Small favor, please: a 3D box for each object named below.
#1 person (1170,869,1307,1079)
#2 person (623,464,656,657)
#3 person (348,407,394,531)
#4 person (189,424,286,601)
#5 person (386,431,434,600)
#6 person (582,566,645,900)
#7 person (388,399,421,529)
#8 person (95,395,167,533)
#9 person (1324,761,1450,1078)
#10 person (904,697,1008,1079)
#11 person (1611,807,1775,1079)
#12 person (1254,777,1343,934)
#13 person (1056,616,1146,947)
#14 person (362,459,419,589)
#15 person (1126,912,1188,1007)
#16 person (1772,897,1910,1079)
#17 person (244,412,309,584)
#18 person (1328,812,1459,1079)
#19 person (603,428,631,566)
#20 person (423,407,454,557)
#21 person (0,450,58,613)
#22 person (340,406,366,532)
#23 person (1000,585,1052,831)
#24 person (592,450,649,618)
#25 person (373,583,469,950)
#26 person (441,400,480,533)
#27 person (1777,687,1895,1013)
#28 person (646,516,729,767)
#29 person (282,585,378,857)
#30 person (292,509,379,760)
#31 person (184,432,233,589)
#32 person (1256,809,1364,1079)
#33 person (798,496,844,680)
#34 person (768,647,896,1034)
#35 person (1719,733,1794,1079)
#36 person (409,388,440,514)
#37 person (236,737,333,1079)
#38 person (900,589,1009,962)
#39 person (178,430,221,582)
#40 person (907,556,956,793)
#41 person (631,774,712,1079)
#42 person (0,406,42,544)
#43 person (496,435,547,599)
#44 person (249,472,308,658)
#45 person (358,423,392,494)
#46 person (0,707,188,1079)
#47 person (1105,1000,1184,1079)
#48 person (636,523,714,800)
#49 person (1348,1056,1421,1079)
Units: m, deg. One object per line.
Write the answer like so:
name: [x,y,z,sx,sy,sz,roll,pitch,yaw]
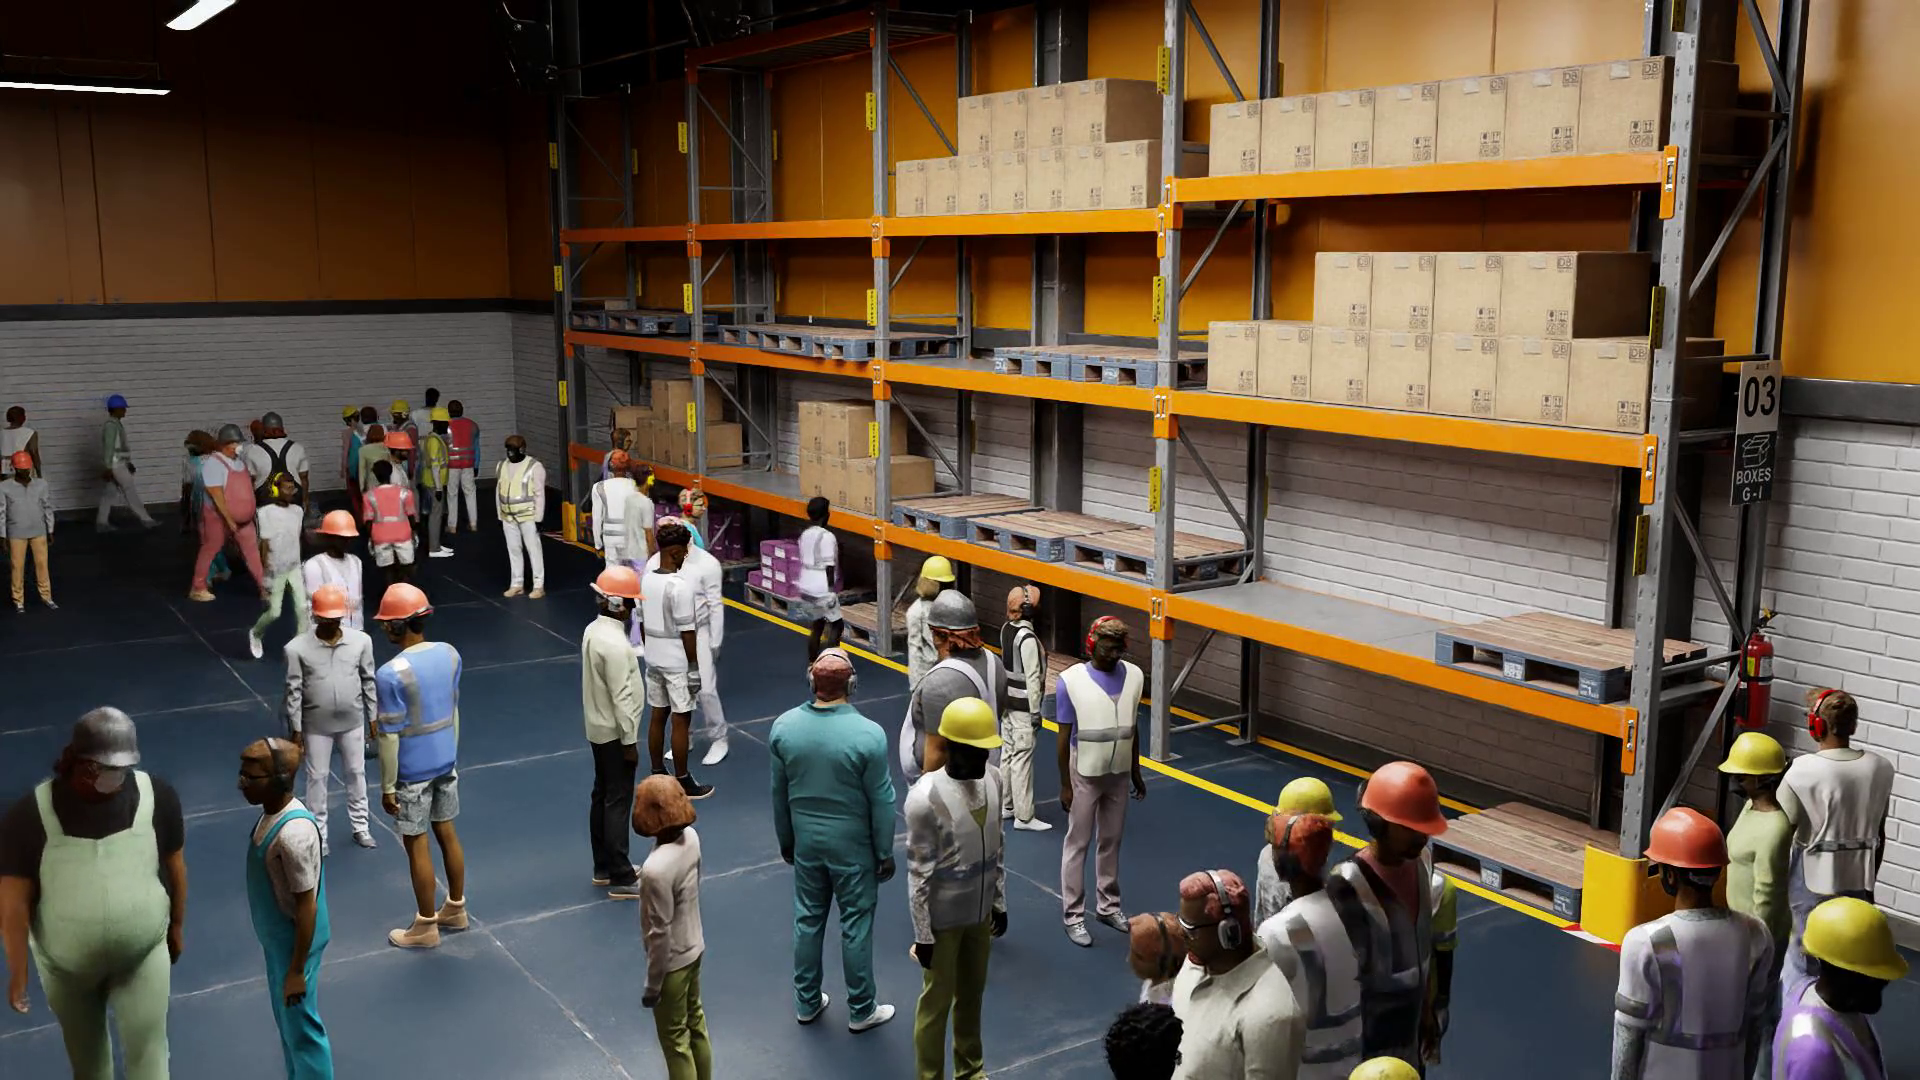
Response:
person: [0.827,1.966,5.318,0.401,1.894,0.656,-3,10,-16]
person: [-3.068,0.186,15.981,0.565,1.826,0.542,-7,12,-35]
person: [-7.971,-0.914,22.549,0.998,1.775,0.645,8,13,40]
person: [-8.067,-0.324,18.320,1.052,2.000,0.687,2,10,13]
person: [-5.989,-0.226,18.117,0.614,1.923,0.566,-3,10,-15]
person: [-2.039,1.137,9.902,0.390,1.986,0.609,-5,11,-28]
person: [-7.763,-1.057,23.255,0.403,1.826,0.592,-7,12,-37]
person: [-11.519,-1.045,22.943,0.970,1.898,0.656,-4,10,-22]
person: [1.553,1.774,6.044,0.613,2.033,0.410,-9,13,-43]
person: [0.011,1.616,7.296,0.397,1.920,0.587,8,13,40]
person: [2.487,1.872,5.767,0.543,1.929,0.385,-2,10,-9]
person: [1.350,1.802,6.722,0.319,1.740,0.488,-2,10,-12]
person: [0.777,1.317,9.282,0.563,1.837,0.389,-6,11,-32]
person: [-5.996,-0.012,17.535,0.554,1.674,0.453,-3,10,-20]
person: [0.612,2.038,5.727,0.835,1.600,0.526,1,10,7]
person: [2.653,1.995,5.190,0.881,1.896,0.594,6,12,33]
person: [-7.897,-0.482,19.250,0.684,2.000,0.537,-6,11,-31]
person: [1.713,1.835,6.686,0.537,1.691,0.318,3,10,18]
person: [-3.952,-0.387,19.306,0.352,1.835,0.518,-6,12,-33]
person: [-6.612,-0.741,21.152,0.403,1.918,0.581,-3,10,-15]
person: [-10.012,-0.095,17.850,0.348,1.743,0.568,9,13,44]
person: [-8.354,-0.975,23.049,0.520,1.734,0.741,3,10,17]
person: [0.415,1.110,11.076,0.310,1.642,0.514,-3,10,-18]
person: [-3.386,0.029,16.703,0.584,1.884,0.346,-1,10,-6]
person: [-2.998,1.240,9.183,0.404,2.035,0.602,4,11,23]
person: [-6.948,-1.017,23.020,0.631,1.837,0.432,-8,12,-38]
person: [3.991,1.595,7.655,0.562,1.838,0.388,-2,10,-9]
person: [-2.071,0.748,12.488,0.659,1.888,0.405,4,10,22]
person: [-3.982,1.141,10.591,0.566,1.744,0.350,-6,12,-33]
person: [-4.762,0.711,12.611,0.686,1.921,0.570,5,11,26]
person: [-8.677,-0.345,19.223,0.525,1.785,0.957,-1,10,-4]
person: [1.167,1.864,6.008,0.749,1.856,0.588,9,13,44]
person: [-1.220,0.448,14.871,0.399,1.672,0.630,-6,11,-32]
person: [-0.600,1.468,8.179,0.651,1.913,0.410,4,10,23]
person: [3.451,1.700,7.272,0.340,1.761,0.527,3,10,17]
person: [-7.817,-1.286,24.467,0.672,1.875,0.651,-7,12,-34]
person: [-2.816,1.712,6.944,0.336,1.844,0.514,-6,11,-32]
person: [-0.070,1.266,8.989,0.536,2.000,0.676,6,11,30]
person: [-8.874,-0.400,19.473,0.619,1.804,0.656,5,11,28]
person: [-0.170,0.965,11.642,0.327,1.745,0.491,8,12,38]
person: [-1.233,1.792,7.090,0.267,1.632,0.507,2,10,9]
person: [-12.472,-0.850,22.035,0.563,1.835,0.406,1,10,5]
person: [-4.900,-0.257,18.543,0.630,1.836,0.430,4,10,21]
person: [-6.321,0.271,15.421,0.769,1.843,0.526,7,12,34]
person: [-7.651,-0.725,21.952,0.504,1.611,0.602,-5,11,-27]
person: [-3.500,1.640,6.789,0.704,2.000,1.024,-5,11,-29]
person: [0.501,2.154,4.809,0.323,1.689,0.536,-7,12,-37]
person: [-2.014,0.851,11.666,0.602,1.959,0.371,9,13,44]
person: [1.084,2.199,4.414,0.320,1.738,0.483,-3,10,-15]
